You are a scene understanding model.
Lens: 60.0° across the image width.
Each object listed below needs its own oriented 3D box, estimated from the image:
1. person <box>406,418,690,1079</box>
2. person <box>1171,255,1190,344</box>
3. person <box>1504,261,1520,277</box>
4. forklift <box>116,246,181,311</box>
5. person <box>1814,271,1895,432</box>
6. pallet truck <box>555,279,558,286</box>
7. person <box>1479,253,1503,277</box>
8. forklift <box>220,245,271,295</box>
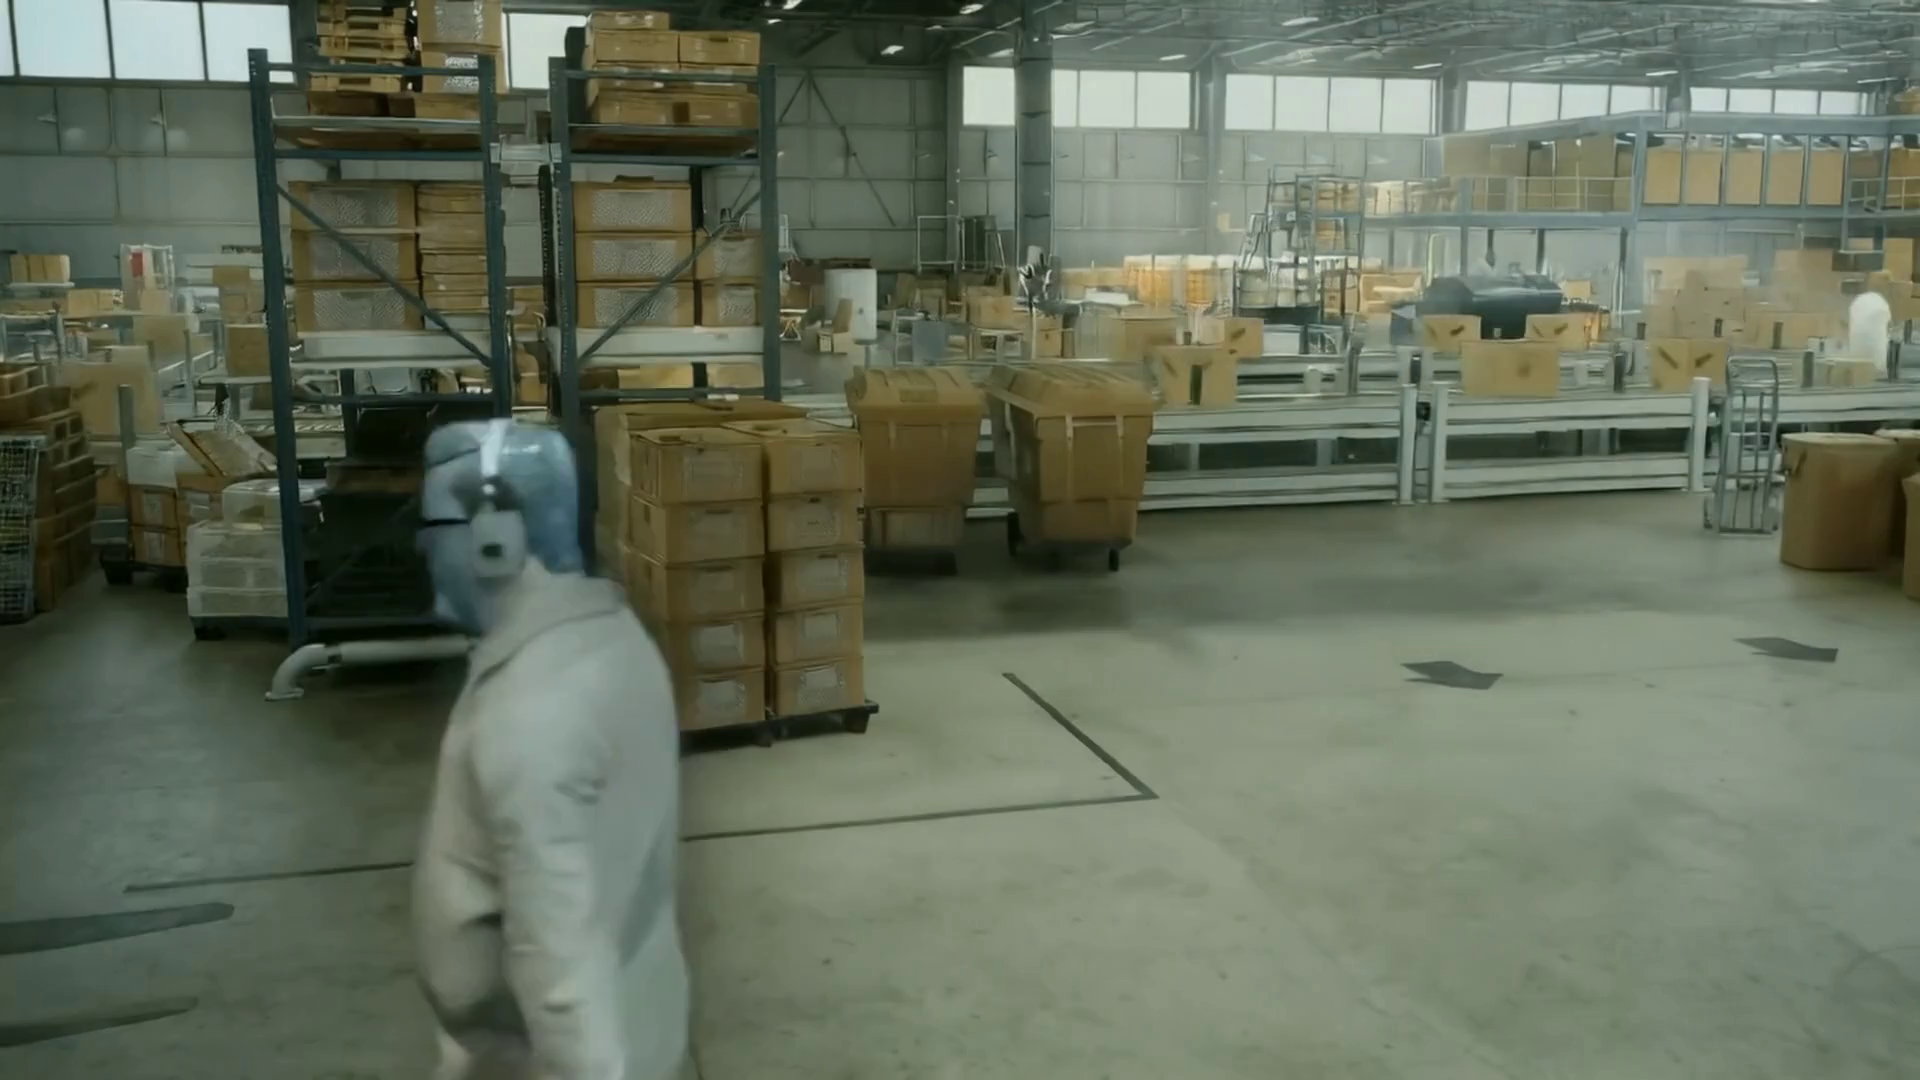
[{"bbox_3d":[-0.722,0.757,2.499,0.894,1.869,0.681,0,10,-1],"label":"person"},{"bbox_3d":[4.761,-5.138,35.703,0.351,1.940,0.551,-5,11,-28],"label":"person"},{"bbox_3d":[11.720,-5.004,35.290,0.595,1.824,0.404,6,12,30],"label":"person"},{"bbox_3d":[-19.966,-6.232,40.894,1.157,1.987,2.680,-3,10,-15],"label":"forklift"},{"bbox_3d":[10.290,-2.120,18.907,1.037,1.857,0.633,-1,10,-7],"label":"person"},{"bbox_3d":[-10.604,-6.375,44.520,0.653,1.274,1.630,-3,10,-15],"label":"pallet truck"},{"bbox_3d":[13.454,-6.313,42.277,0.649,1.969,0.604,0,10,1],"label":"person"},{"bbox_3d":[-17.749,-6.334,41.440,1.157,1.987,2.680,-3,10,-17],"label":"forklift"}]
